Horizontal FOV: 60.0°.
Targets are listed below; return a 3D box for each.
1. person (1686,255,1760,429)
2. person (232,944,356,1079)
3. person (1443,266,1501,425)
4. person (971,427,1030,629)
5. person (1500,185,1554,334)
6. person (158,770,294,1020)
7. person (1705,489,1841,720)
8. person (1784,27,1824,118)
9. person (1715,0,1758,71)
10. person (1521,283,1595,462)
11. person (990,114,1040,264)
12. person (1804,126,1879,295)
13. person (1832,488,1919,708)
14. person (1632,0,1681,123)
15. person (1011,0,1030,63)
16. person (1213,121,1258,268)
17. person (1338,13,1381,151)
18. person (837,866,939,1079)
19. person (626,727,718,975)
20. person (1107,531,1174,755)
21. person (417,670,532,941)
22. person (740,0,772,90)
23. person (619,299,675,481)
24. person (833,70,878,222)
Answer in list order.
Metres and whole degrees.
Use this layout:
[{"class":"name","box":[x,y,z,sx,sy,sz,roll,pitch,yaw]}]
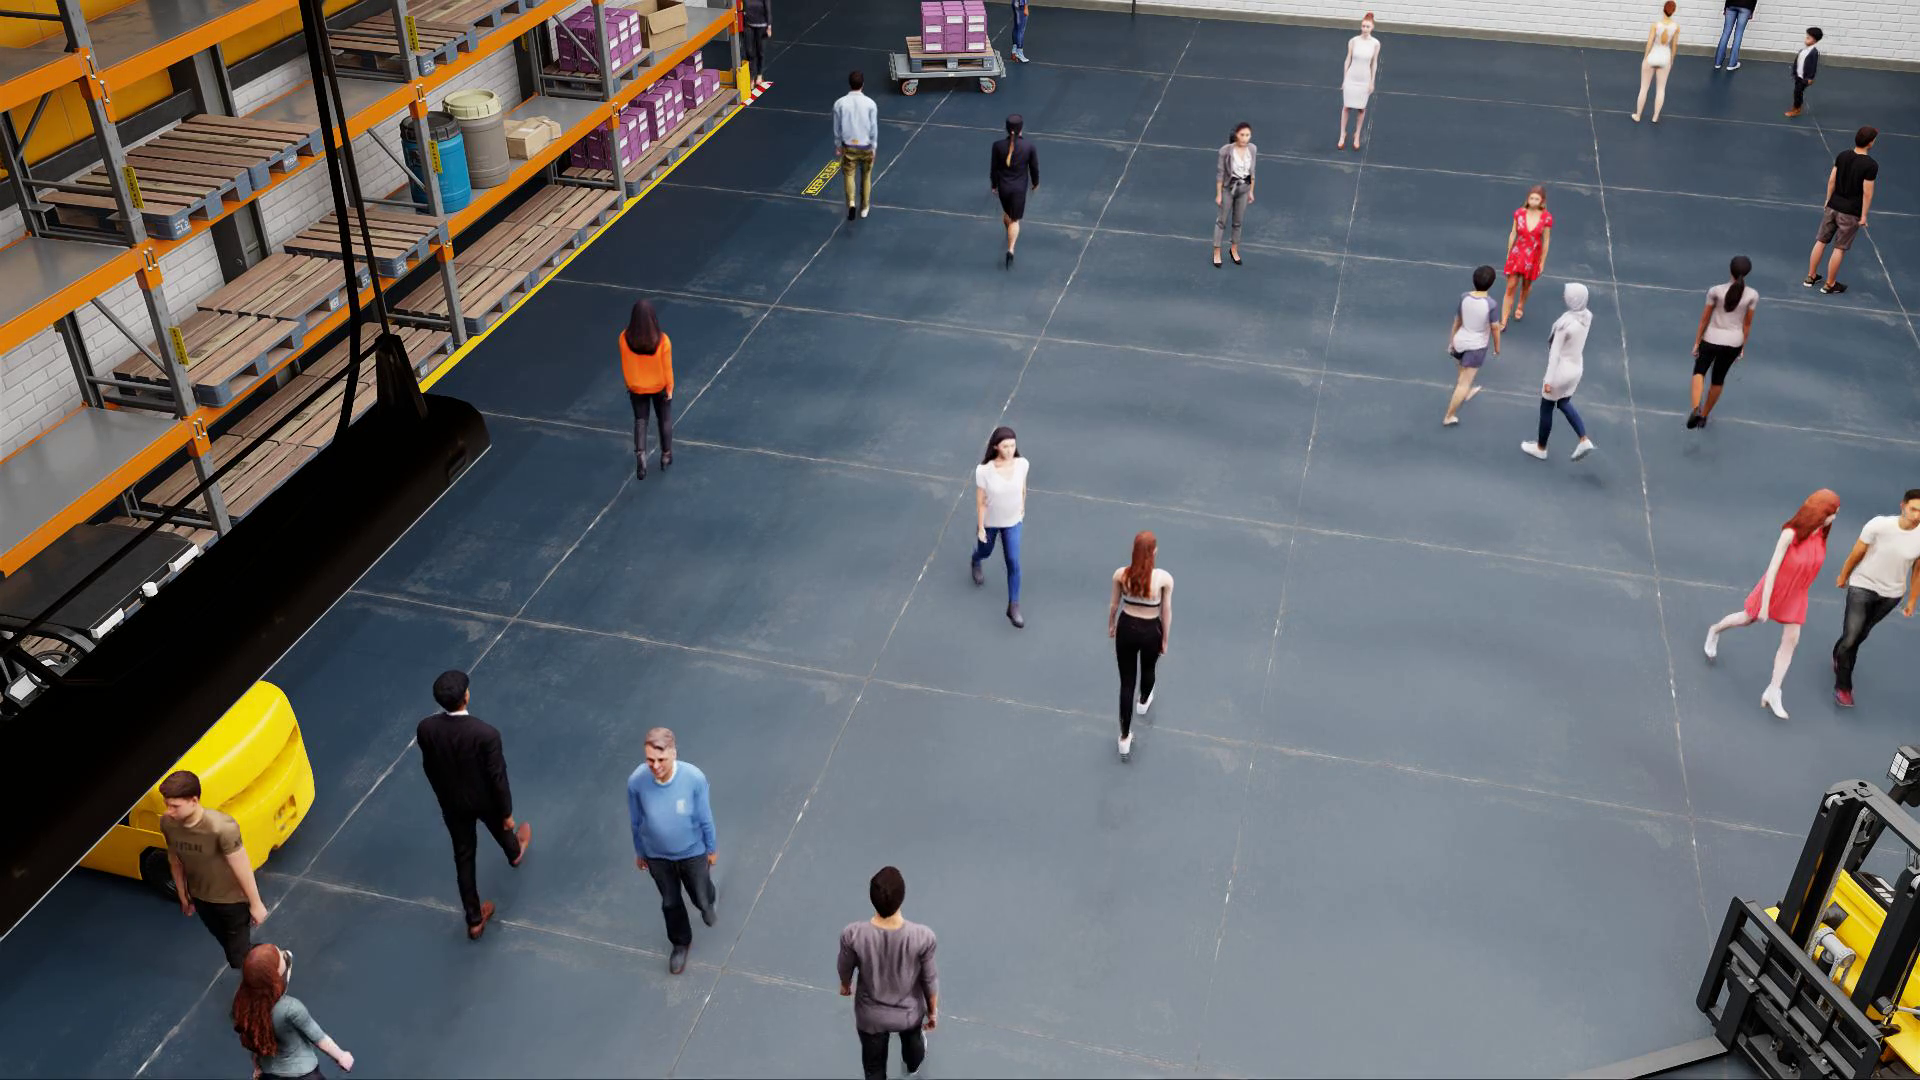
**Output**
[{"class":"person","box":[7.081,-1.784,15.485,0.624,1.734,0.860,10,35,15]},{"class":"person","box":[-3.494,2.832,8.567,0.722,1.705,1.068,16,37,23]},{"class":"person","box":[4.799,-1.812,15.720,1.084,1.522,0.928,-25,41,-33]},{"class":"person","box":[0.271,-0.164,13.122,0.988,1.654,1.185,-10,35,-14]},{"class":"person","box":[5.962,-2.972,17.439,0.718,1.549,1.100,15,36,21]},{"class":"person","box":[-4.233,2.004,9.688,0.693,1.843,0.692,10,35,14]},{"class":"person","box":[5.944,0.367,12.211,0.979,1.777,1.240,-6,34,-9]},{"class":"person","box":[11.738,-6.472,23.004,0.664,1.218,0.578,-5,34,-7]},{"class":"person","box":[11.550,-7.883,24.650,0.678,1.748,0.683,25,41,32]},{"class":"person","box":[5.498,-1.469,14.982,0.942,1.766,0.991,-18,38,-25]},{"class":"person","box":[0.597,-3.924,18.805,0.804,1.625,1.114,4,34,5]},{"class":"person","box":[9.627,-3.613,18.123,0.826,1.862,0.763,-17,37,-24]},{"class":"person","box":[6.760,0.310,12.303,0.657,1.770,0.955,9,35,13]},{"class":"person","box":[9.531,-6.537,22.718,0.572,1.643,0.489,5,34,8]},{"class":"person","box":[0.906,-8.016,24.958,0.750,1.628,0.639,-7,34,-11]},{"class":"person","box":[3.087,-3.909,18.735,0.717,1.676,0.740,-8,35,-12]},{"class":"person","box":[5.220,-5.989,21.762,0.570,1.790,0.473,9,35,14]},{"class":"person","box":[-0.384,2.558,8.874,0.882,1.820,1.114,-1,34,-2]},{"class":"person","box":[-1.704,1.787,10.047,0.748,1.807,0.874,1,34,2]},{"class":"person","box":[1.236,0.736,11.710,0.604,1.716,0.993,8,34,11]},{"class":"person","box":[-3.044,1.656,10.220,0.831,1.833,1.188,3,34,5]},{"class":"person","box":[-2.979,-7.408,23.947,0.793,1.734,0.903,0,34,0]},{"class":"person","box":[-2.777,-1.303,14.764,0.744,1.732,0.973,2,34,2]},{"class":"person","box":[-1.228,-4.629,19.706,0.825,1.800,1.041,1,34,1]}]
